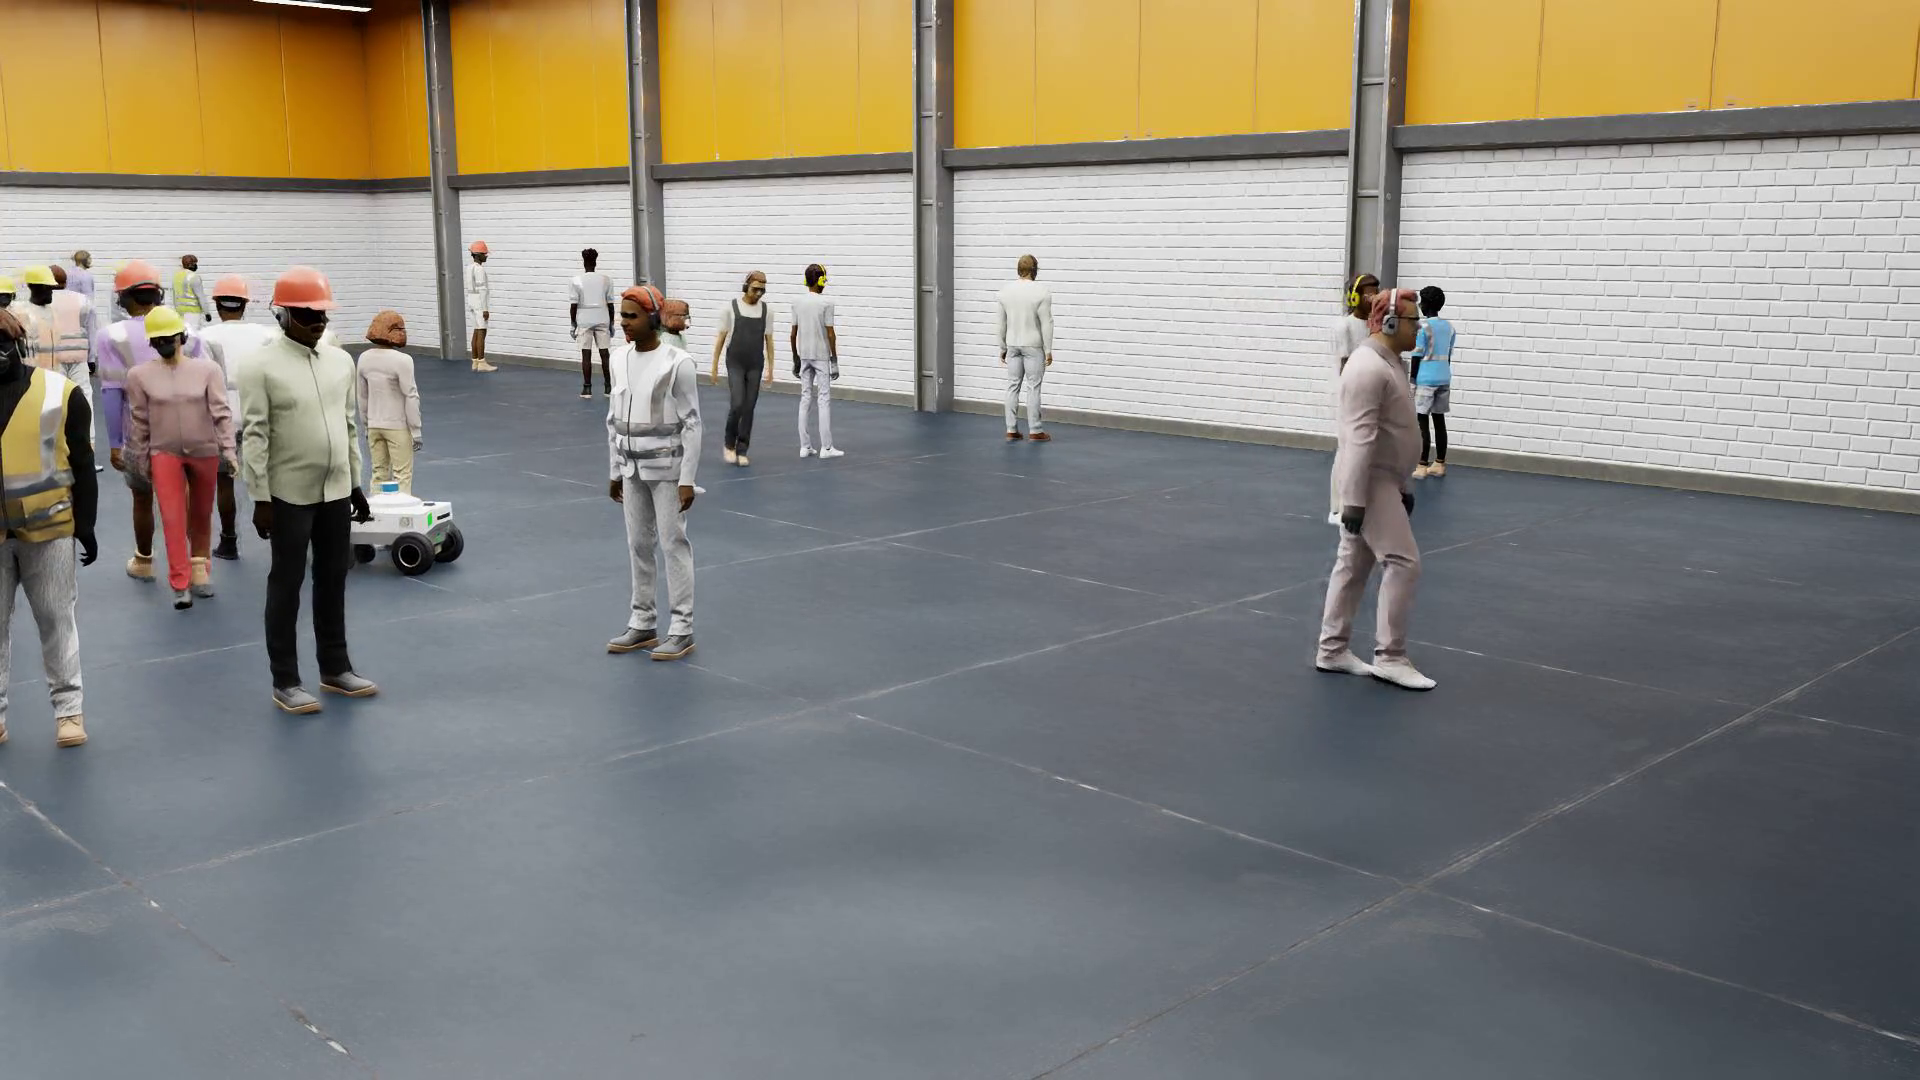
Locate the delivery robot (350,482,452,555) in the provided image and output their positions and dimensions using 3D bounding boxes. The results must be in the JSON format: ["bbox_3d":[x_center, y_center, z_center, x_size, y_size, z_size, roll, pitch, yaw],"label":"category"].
[{"bbox_3d":[-3.638,-0.130,10.651,0.707,0.478,0.477,1,10,8],"label":"delivery robot"}]

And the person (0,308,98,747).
[{"bbox_3d":[-3.906,-0.036,6.883,0.624,1.845,0.430,-4,11,-21],"label":"person"}]

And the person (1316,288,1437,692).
[{"bbox_3d":[2.047,-0.239,7.879,0.732,1.877,0.673,4,11,20],"label":"person"}]

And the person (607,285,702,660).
[{"bbox_3d":[-1.555,-0.334,8.397,0.576,1.881,0.352,7,13,34],"label":"person"}]

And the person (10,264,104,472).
[{"bbox_3d":[-8.270,-1.524,14.902,1.004,1.886,0.583,3,11,13],"label":"person"}]

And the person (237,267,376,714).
[{"bbox_3d":[-2.929,-0.227,7.511,0.402,1.990,0.622,6,12,28],"label":"person"}]

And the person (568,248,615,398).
[{"bbox_3d":[-4.841,-2.852,21.900,0.608,1.965,0.369,-4,11,-23],"label":"person"}]

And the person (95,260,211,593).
[{"bbox_3d":[-4.828,-0.675,9.998,0.628,1.987,1.055,-9,14,-41],"label":"person"}]

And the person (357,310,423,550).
[{"bbox_3d":[-3.843,-0.733,11.254,0.507,1.631,0.266,5,12,27],"label":"person"}]

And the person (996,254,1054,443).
[{"bbox_3d":[0.678,-1.975,17.193,0.635,1.937,0.355,6,12,30],"label":"person"}]

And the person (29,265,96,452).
[{"bbox_3d":[-8.765,-1.752,16.244,0.429,1.844,0.627,10,14,42],"label":"person"}]

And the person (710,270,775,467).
[{"bbox_3d":[-1.983,-1.564,15.298,0.598,1.807,0.441,-5,12,-26],"label":"person"}]

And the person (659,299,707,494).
[{"bbox_3d":[-2.251,-1.139,13.496,0.484,1.616,0.534,1,10,8],"label":"person"}]

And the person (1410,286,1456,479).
[{"bbox_3d":[4.135,-1.382,14.635,0.531,1.693,0.319,-8,13,-38],"label":"person"}]

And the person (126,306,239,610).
[{"bbox_3d":[-4.431,-0.460,9.514,0.533,1.720,0.898,-6,12,-28],"label":"person"}]

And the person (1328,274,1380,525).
[{"bbox_3d":[2.917,-0.988,12.060,0.522,1.851,0.585,-8,13,-37],"label":"person"}]

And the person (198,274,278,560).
[{"bbox_3d":[-4.603,-0.765,10.773,0.585,1.892,0.877,-9,14,-42],"label":"person"}]

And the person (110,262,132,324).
[{"bbox_3d":[-10.418,-2.633,21.157,0.612,1.792,0.893,10,14,43],"label":"person"}]

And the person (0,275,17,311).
[{"bbox_3d":[-9.140,-1.664,16.009,0.545,1.741,0.541,-5,11,-25],"label":"person"}]

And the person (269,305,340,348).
[{"bbox_3d":[-4.770,-0.963,12.090,0.608,1.800,0.795,-1,10,-7],"label":"person"}]

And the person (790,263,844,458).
[{"bbox_3d":[-1.390,-1.716,16.001,0.521,1.861,0.334,6,12,29],"label":"person"}]

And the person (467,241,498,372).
[{"bbox_3d":[-7.504,-3.657,26.081,0.379,2.041,0.616,-7,12,-32],"label":"person"}]

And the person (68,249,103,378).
[{"bbox_3d":[-13.026,-3.344,24.698,0.647,1.920,0.492,10,14,44],"label":"person"}]

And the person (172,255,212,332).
[{"bbox_3d":[-12.295,-3.690,26.878,0.661,1.812,0.832,8,13,36],"label":"person"}]
